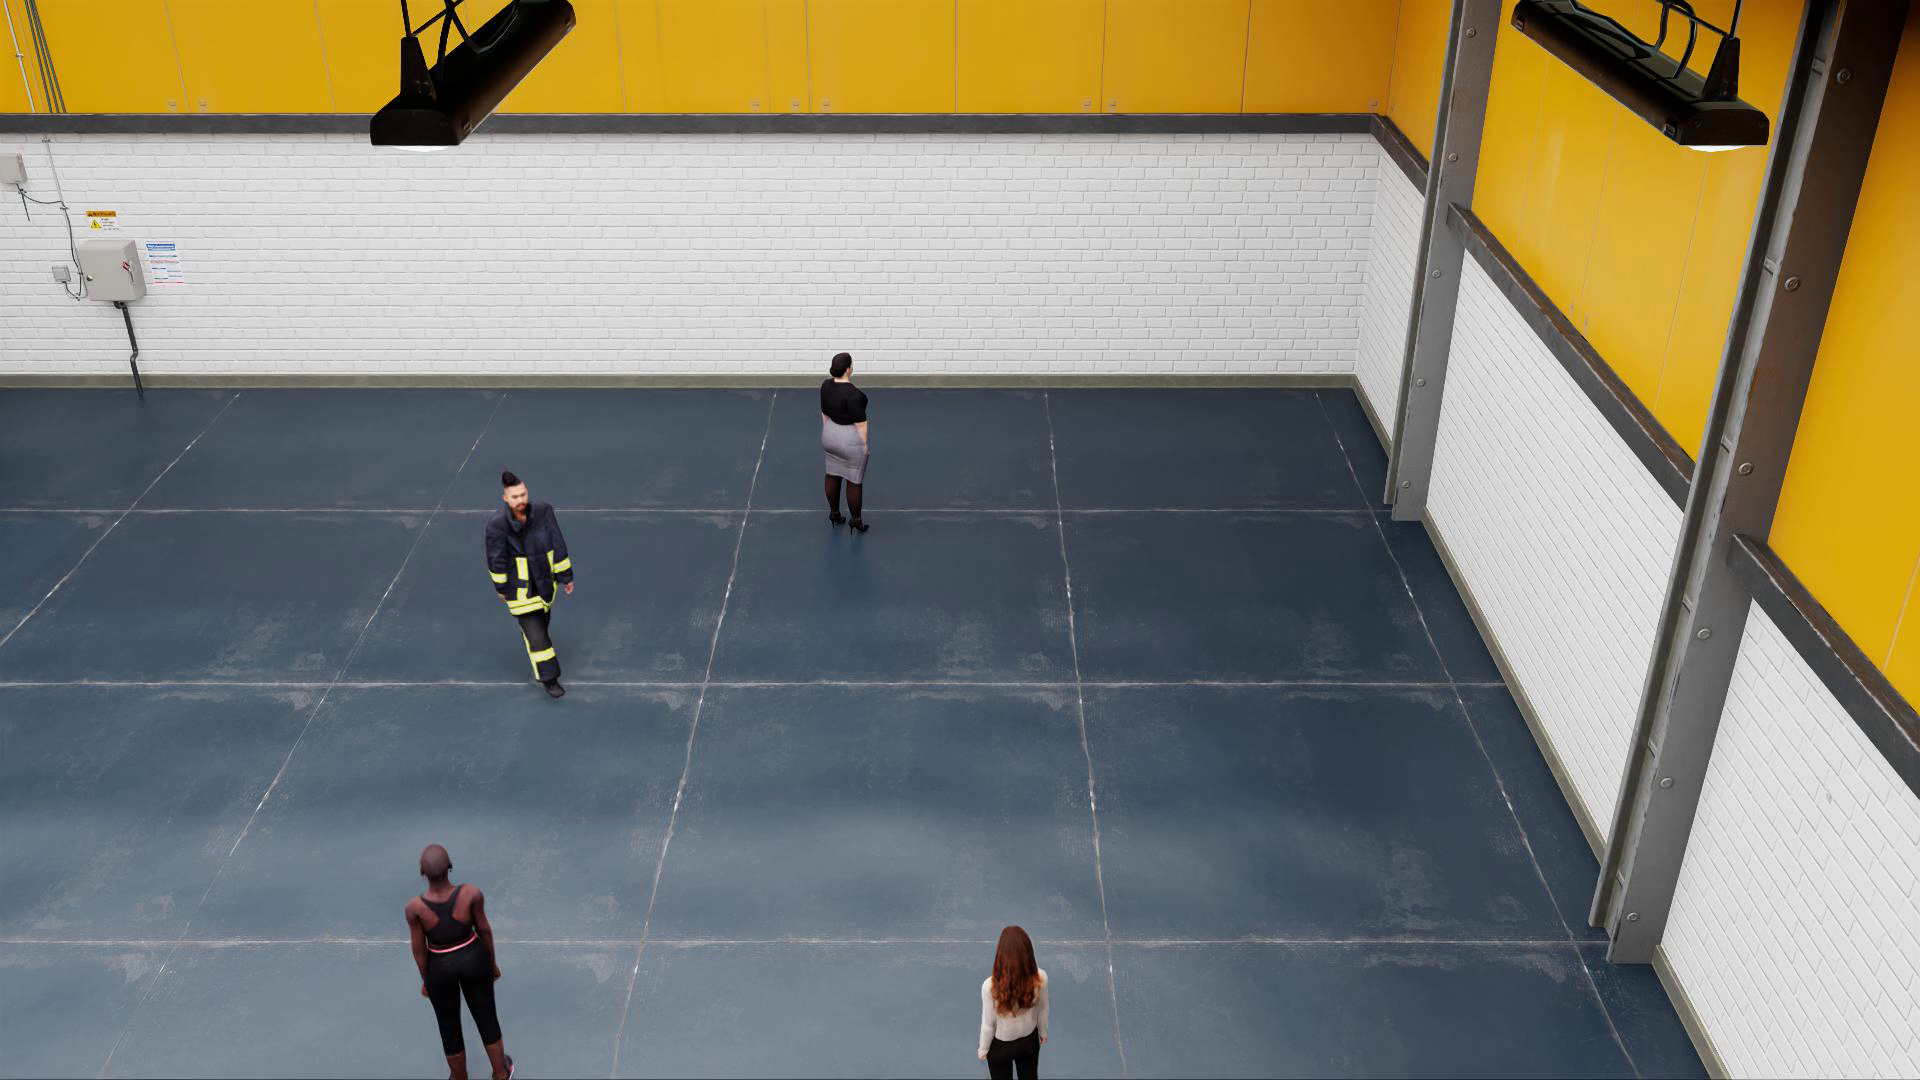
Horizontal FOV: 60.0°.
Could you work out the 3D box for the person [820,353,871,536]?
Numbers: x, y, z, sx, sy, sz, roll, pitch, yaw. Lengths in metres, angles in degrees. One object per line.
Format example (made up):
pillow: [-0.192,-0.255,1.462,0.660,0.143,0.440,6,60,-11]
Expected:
person: [-1.061,-0.893,15.264,0.775,1.760,0.818,21,35,34]

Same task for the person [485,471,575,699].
person: [-3.402,0.265,13.090,1.186,1.810,1.294,-21,35,-34]

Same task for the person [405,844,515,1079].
person: [-2.787,2.405,9.219,0.660,1.759,0.658,-11,31,-19]

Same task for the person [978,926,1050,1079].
person: [0.293,2.696,8.973,0.594,1.484,0.565,-9,30,-16]
